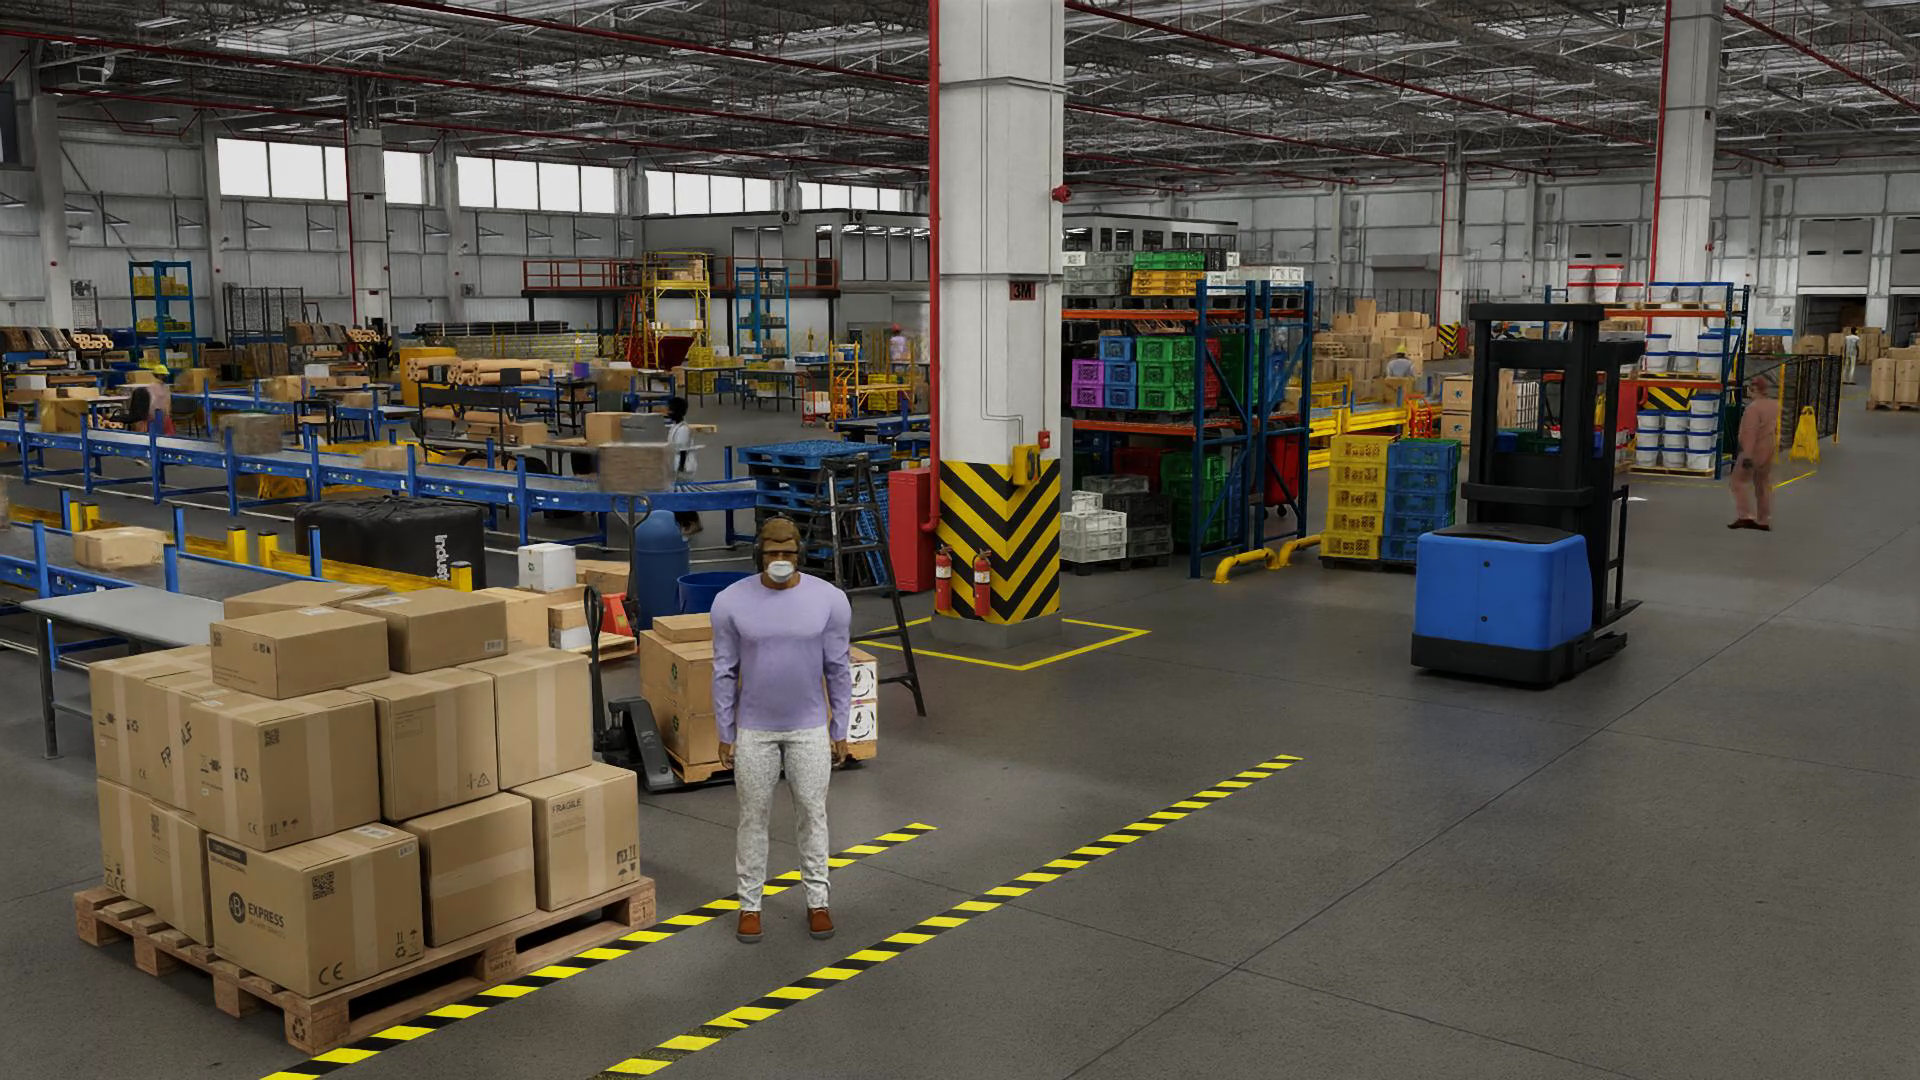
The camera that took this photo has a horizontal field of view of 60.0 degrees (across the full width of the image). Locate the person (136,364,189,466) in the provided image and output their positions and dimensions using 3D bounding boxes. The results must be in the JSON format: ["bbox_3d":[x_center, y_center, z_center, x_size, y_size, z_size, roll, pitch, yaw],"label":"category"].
[{"bbox_3d":[-13.387,-2.073,27.785,0.951,1.722,0.518,2,9,13],"label":"person"}]

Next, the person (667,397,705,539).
[{"bbox_3d":[-3.210,-0.826,19.441,0.429,1.697,0.675,-2,9,-15],"label":"person"}]

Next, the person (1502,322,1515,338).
[{"bbox_3d":[16.964,-5.784,51.863,0.612,1.995,0.377,7,11,39],"label":"person"}]

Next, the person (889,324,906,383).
[{"bbox_3d":[-1.867,-5.130,47.382,0.711,2.019,0.613,5,10,31],"label":"person"}]

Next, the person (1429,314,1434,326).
[{"bbox_3d":[23.219,-10.300,82.609,0.545,1.901,0.635,1,8,5],"label":"person"}]

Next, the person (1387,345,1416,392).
[{"bbox_3d":[9.429,-3.263,35.582,0.590,1.792,0.931,6,11,37],"label":"person"}]

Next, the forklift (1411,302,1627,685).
[{"bbox_3d":[4.379,-0.438,12.852,1.129,2.768,1.873,7,11,37],"label":"forklift"}]

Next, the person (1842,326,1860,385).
[{"bbox_3d":[28.225,-5.829,52.643,0.330,1.861,0.497,-5,10,-29],"label":"person"}]

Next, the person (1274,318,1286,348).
[{"bbox_3d":[13.659,-8.593,71.174,0.561,1.884,0.980,6,10,34],"label":"person"}]

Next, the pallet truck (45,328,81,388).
[{"bbox_3d":[-23.775,-4.544,43.495,1.885,1.965,0.823,6,10,35],"label":"pallet truck"}]

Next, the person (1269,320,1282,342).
[{"bbox_3d":[15.691,-10.279,82.746,0.641,1.832,0.430,0,8,-2],"label":"person"}]

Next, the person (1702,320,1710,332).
[{"bbox_3d":[28.705,-7.587,64.418,0.648,1.890,1.040,-2,9,-13],"label":"person"}]

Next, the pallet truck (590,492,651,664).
[{"bbox_3d":[-3.115,0.344,12.883,0.653,1.274,1.630,7,11,37],"label":"pallet truck"}]

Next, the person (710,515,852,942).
[{"bbox_3d":[-0.794,0.842,7.435,0.624,1.931,0.377,-1,8,-7],"label":"person"}]

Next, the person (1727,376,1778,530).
[{"bbox_3d":[9.704,-1.059,20.369,0.672,1.886,0.576,-7,11,-40],"label":"person"}]

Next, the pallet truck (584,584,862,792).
[{"bbox_3d":[-1.426,0.805,10.019,1.601,1.201,0.680,-4,9,-26],"label":"pallet truck"}]

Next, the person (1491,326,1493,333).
[{"bbox_3d":[22.585,-8.632,71.485,0.597,1.890,1.003,7,11,38],"label":"person"}]

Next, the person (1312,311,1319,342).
[{"bbox_3d":[18.423,-10.884,86.243,0.612,1.995,0.382,7,11,40],"label":"person"}]

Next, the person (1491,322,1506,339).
[{"bbox_3d":[16.029,-5.461,49.527,0.535,2.000,0.674,-7,11,-40],"label":"person"}]

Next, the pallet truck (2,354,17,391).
[{"bbox_3d":[-24.881,-4.417,42.634,1.885,1.965,0.823,8,11,41],"label":"pallet truck"}]
